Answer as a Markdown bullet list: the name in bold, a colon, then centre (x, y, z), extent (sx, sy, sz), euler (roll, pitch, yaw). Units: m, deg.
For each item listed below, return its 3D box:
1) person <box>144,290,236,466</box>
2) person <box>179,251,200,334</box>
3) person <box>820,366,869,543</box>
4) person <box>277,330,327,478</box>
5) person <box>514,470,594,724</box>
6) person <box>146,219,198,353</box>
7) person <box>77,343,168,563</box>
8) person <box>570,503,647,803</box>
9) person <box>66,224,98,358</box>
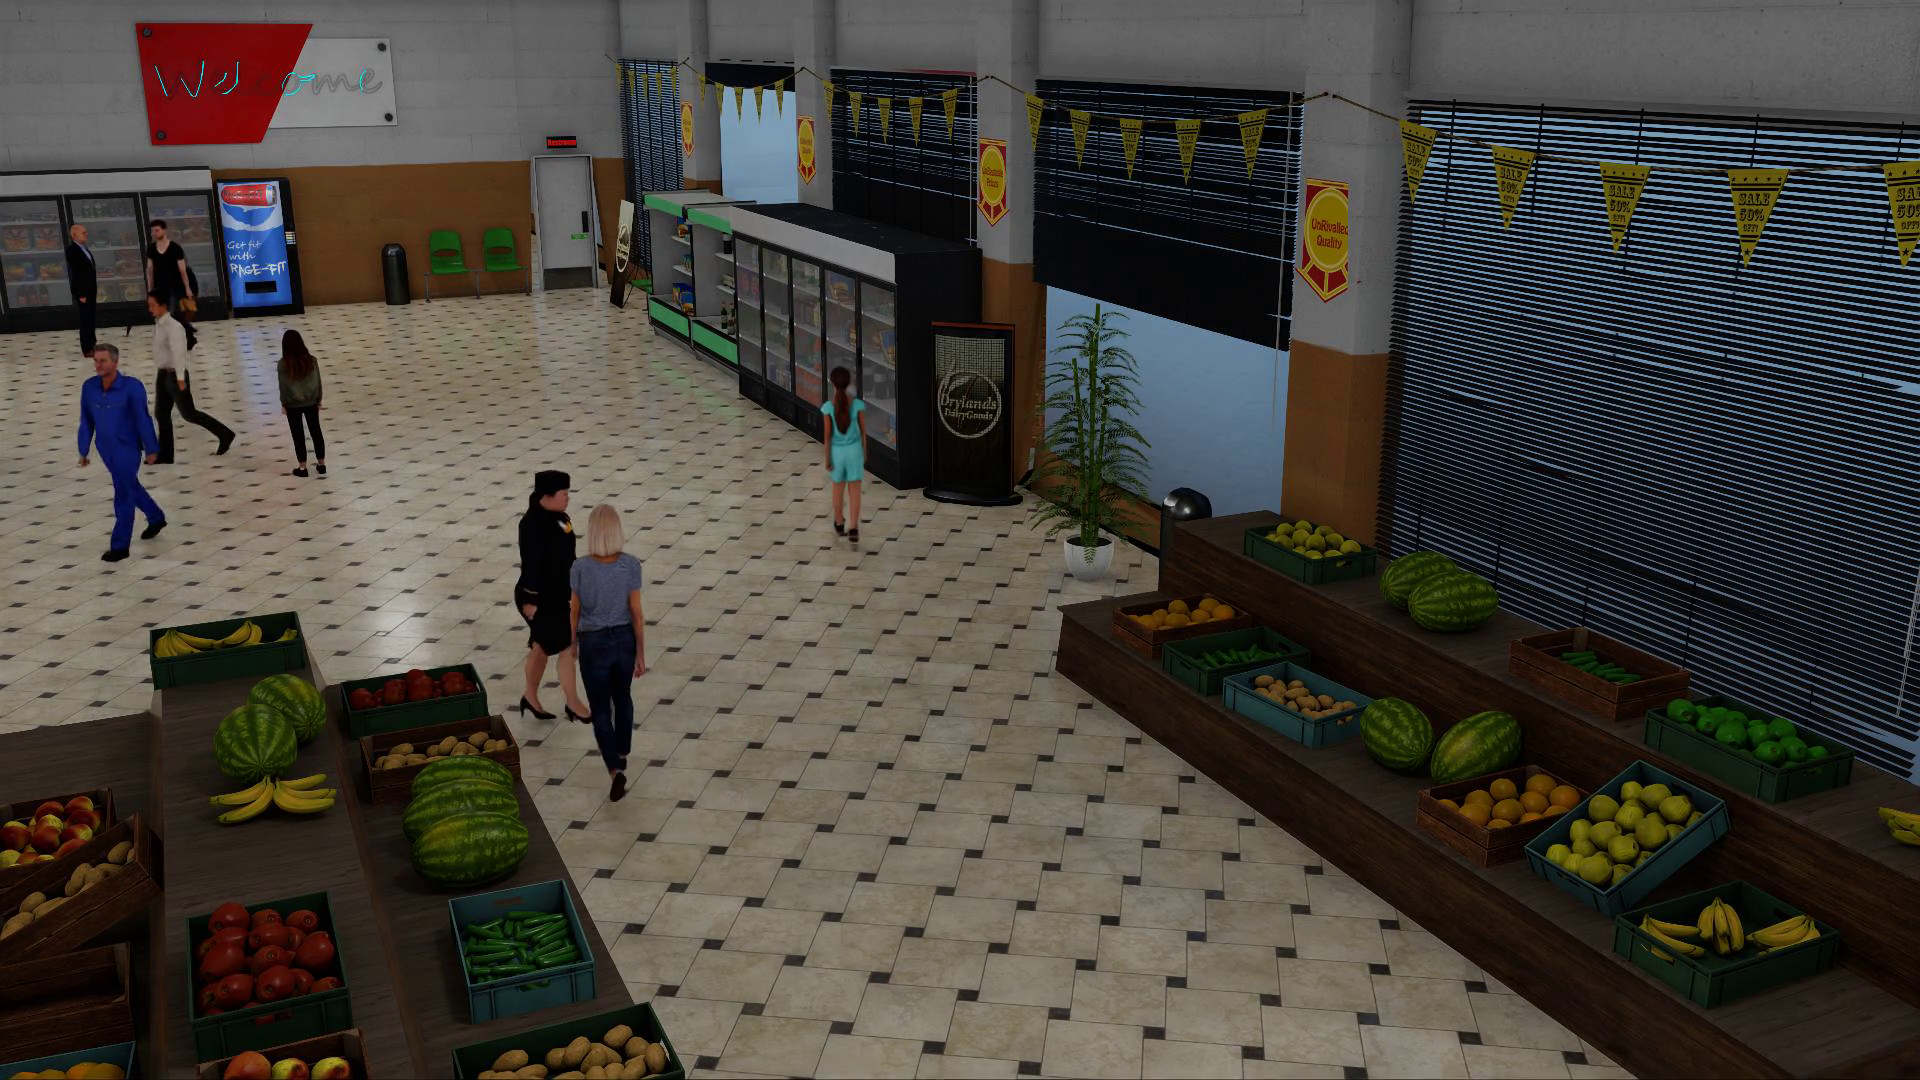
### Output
- **person**: centre (-7.957, -1.657, 17.069), extent (1.176, 1.776, 0.994), euler (16, 23, 42)
- **person**: centre (-11.448, -3.642, 24.487), extent (0.703, 1.262, 0.766), euler (5, 18, 17)
- **person**: centre (-0.971, -0.722, 14.397), extent (0.779, 1.538, 1.012), euler (-1, 17, -3)
- **person**: centre (-6.588, -1.374, 16.653), extent (0.632, 1.475, 0.596), euler (-14, 22, -38)
- **person**: centre (-2.709, 0.374, 10.592), extent (0.987, 1.651, 0.936), euler (3, 17, 10)
- **person**: centre (-10.791, -3.435, 22.799), extent (1.088, 1.849, 1.276), euler (2, 17, 6)
- **person**: centre (-7.081, -0.771, 14.139), extent (1.185, 1.781, 1.321), euler (3, 17, 11)
- **person**: centre (-2.014, 0.662, 9.570), extent (0.564, 1.695, 1.060), euler (-7, 18, -22)
- **person**: centre (-12.039, -3.436, 22.885), extent (0.811, 1.798, 0.612), euler (-3, 17, -9)
